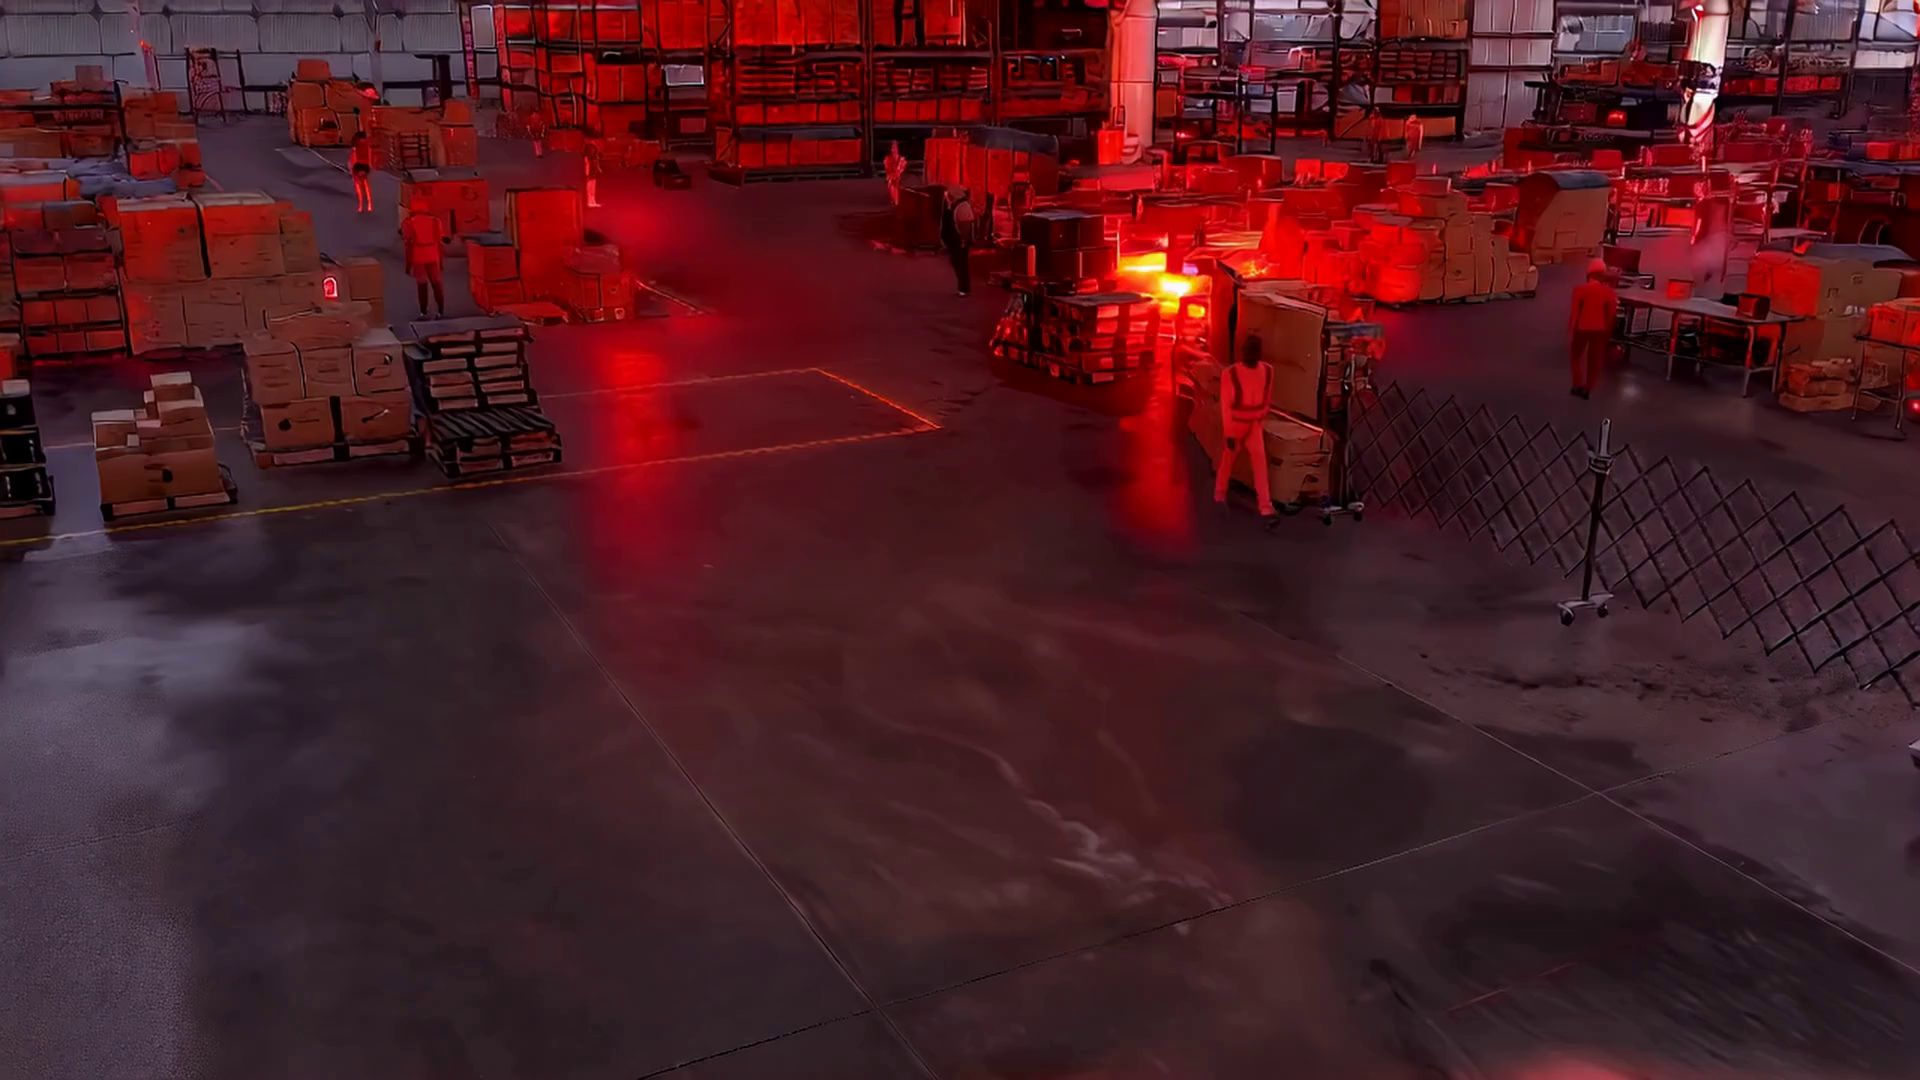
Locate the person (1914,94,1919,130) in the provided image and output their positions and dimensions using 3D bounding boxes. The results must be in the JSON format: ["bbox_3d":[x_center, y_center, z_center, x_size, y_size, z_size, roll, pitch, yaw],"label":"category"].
[{"bbox_3d":[36.978,-16.510,63.880,0.615,1.899,0.977,11,21,31],"label":"person"}]

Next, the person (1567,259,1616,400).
[{"bbox_3d":[7.917,-2.655,20.920,0.555,1.745,0.551,3,18,9],"label":"person"}]

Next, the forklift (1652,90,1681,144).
[{"bbox_3d":[25.498,-15.310,58.563,1.873,2.768,1.129,-5,19,-16],"label":"forklift"}]

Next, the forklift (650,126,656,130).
[{"bbox_3d":[-12.155,-17.996,66.939,1.129,2.768,1.873,-9,20,-26],"label":"forklift"}]

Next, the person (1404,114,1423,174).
[{"bbox_3d":[13.156,-11.411,48.130,0.715,1.812,0.598,-8,19,-23],"label":"person"}]

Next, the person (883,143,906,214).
[{"bbox_3d":[-1.559,-8.689,39.894,0.532,1.656,0.873,5,19,16],"label":"person"}]

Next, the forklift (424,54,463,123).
[{"bbox_3d":[-21.812,-19.177,70.619,1.873,2.768,1.129,-9,20,-26],"label":"forklift"}]

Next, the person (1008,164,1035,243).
[{"bbox_3d":[1.170,-6.084,31.314,0.545,1.942,0.354,8,20,24],"label":"person"}]

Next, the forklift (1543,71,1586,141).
[{"bbox_3d":[18.685,-13.231,52.085,1.873,2.768,1.129,-9,20,-26],"label":"forklift"}]

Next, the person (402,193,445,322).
[{"bbox_3d":[-8.271,-4.320,25.668,0.605,2.034,0.392,-13,22,-35],"label":"person"}]

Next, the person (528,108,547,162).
[{"bbox_3d":[-13.577,-13.008,53.364,0.537,1.655,0.863,-9,20,-27],"label":"person"}]

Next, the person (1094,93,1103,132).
[{"bbox_3d":[5.297,-16.363,63.882,0.523,1.618,0.634,-12,21,-33],"label":"person"}]

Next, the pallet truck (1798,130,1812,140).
[{"bbox_3d":[25.526,-11.556,49.408,1.630,1.274,0.653,-9,20,-26],"label":"pallet truck"}]

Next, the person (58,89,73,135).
[{"bbox_3d":[-32.359,-15.360,60.292,0.394,1.911,0.584,-10,20,-29],"label":"person"}]

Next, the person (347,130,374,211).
[{"bbox_3d":[-14.524,-8.938,40.243,0.542,1.928,0.399,-14,22,-37],"label":"person"}]

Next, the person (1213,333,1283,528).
[{"bbox_3d":[2.733,-1.043,15.779,0.580,1.825,1.025,-6,19,-19],"label":"person"}]

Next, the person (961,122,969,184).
[{"bbox_3d":[0.166,-10.789,46.384,0.320,1.692,0.531,-3,18,-11],"label":"person"}]

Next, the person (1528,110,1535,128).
[{"bbox_3d":[18.495,-13.084,53.657,0.374,1.612,0.519,-5,19,-16],"label":"person"}]

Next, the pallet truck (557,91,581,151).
[{"bbox_3d":[-13.495,-14.412,57.188,0.823,1.965,1.885,-3,18,-9],"label":"pallet truck"}]

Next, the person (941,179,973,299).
[{"bbox_3d":[-0.055,-5.109,28.114,0.536,2.000,0.746,-3,18,-10],"label":"person"}]

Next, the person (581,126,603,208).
[{"bbox_3d":[-9.070,-9.194,40.969,0.371,1.966,0.608,5,18,15],"label":"person"}]

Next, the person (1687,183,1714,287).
[{"bbox_3d":[12.956,-5.331,29.136,0.453,1.840,0.546,15,23,38],"label":"person"}]

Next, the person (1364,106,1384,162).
[{"bbox_3d":[12.462,-12.122,50.199,0.402,1.905,0.657,-11,21,-31],"label":"person"}]

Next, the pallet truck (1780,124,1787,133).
[{"bbox_3d":[25.206,-12.542,52.601,1.601,1.201,0.680,0,18,-2],"label":"pallet truck"}]
